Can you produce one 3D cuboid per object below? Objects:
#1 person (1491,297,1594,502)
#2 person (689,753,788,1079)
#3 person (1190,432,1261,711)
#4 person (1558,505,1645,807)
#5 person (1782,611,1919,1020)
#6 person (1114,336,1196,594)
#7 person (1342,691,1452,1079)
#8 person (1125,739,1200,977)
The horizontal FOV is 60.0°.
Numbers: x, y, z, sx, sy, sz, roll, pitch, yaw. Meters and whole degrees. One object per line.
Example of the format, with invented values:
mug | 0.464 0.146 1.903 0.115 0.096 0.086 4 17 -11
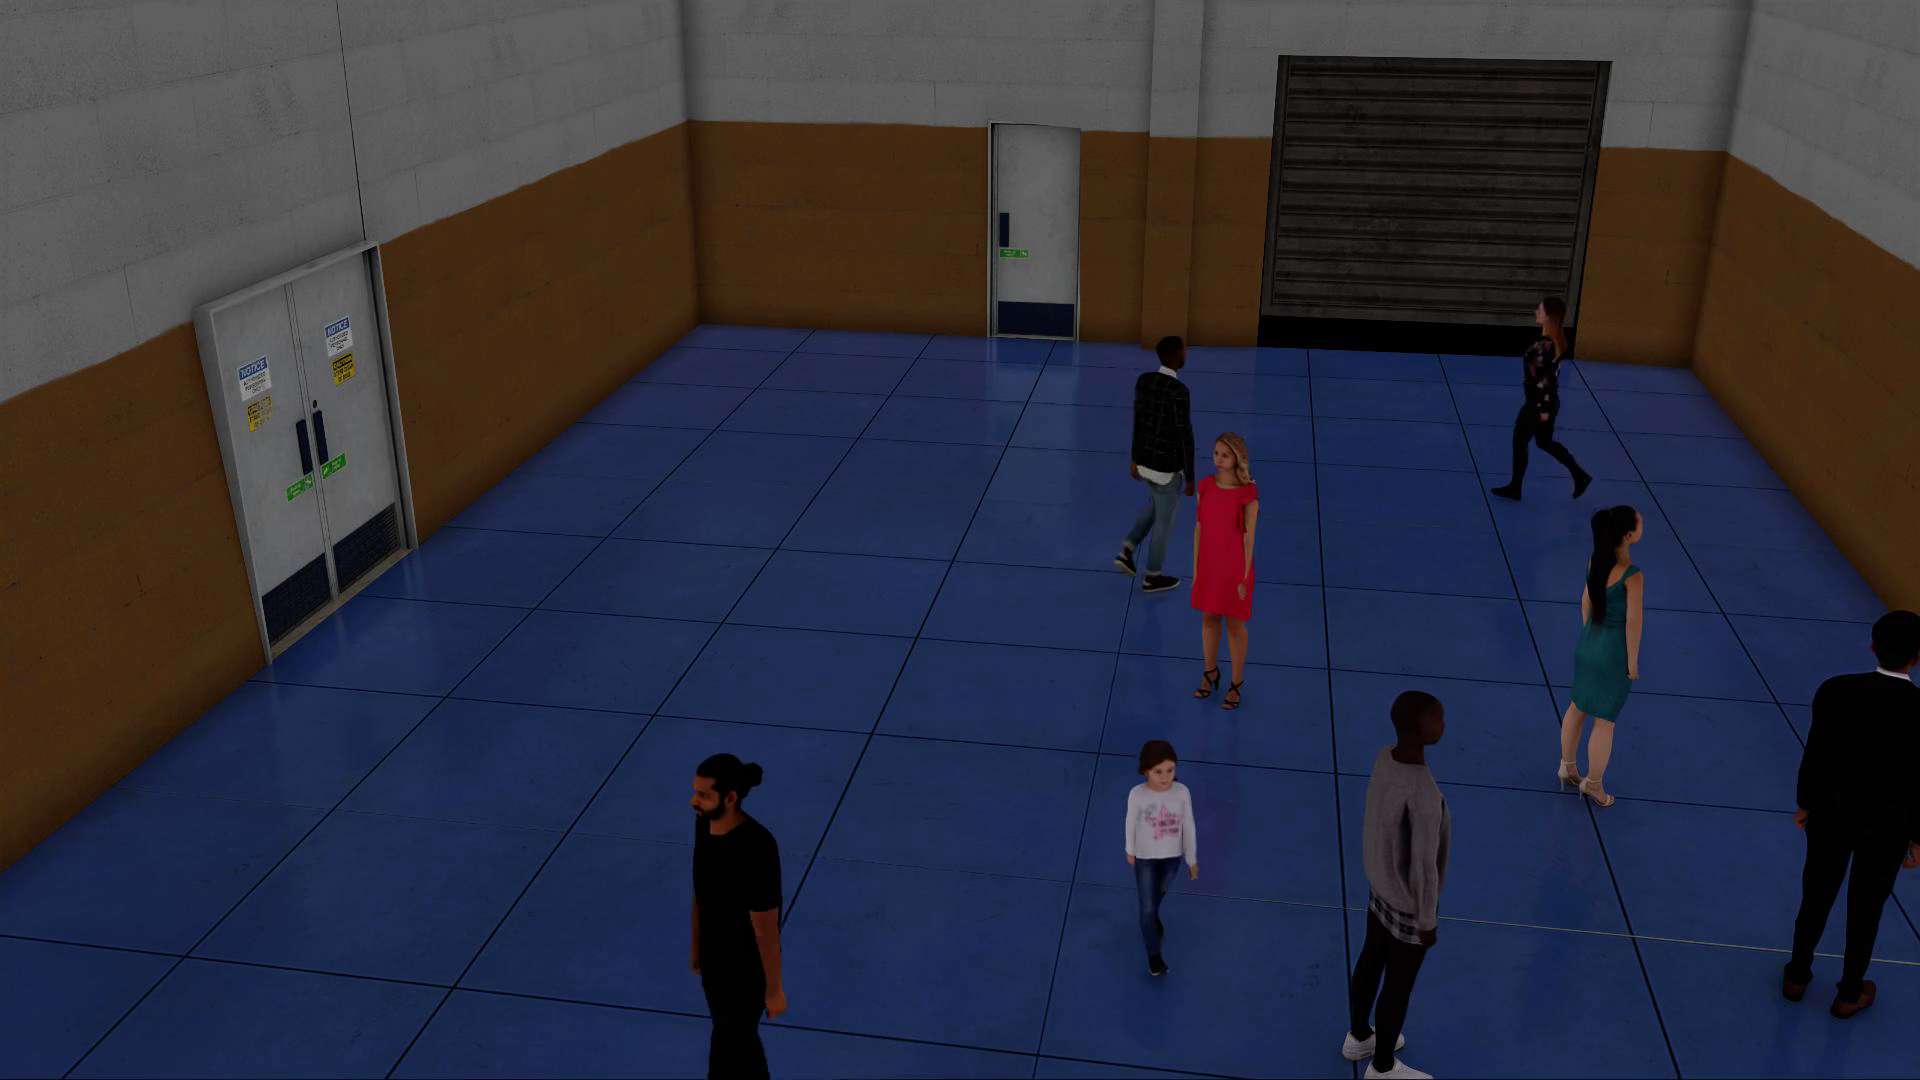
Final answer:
person | 4.616 -1.061 12.965 1.045 1.662 0.838 15 26 32
person | -0.766 1.577 6.286 0.813 1.747 0.754 -15 26 -32
person | 1.579 0.171 9.820 0.622 1.721 0.724 16 27 35
person | 3.402 0.606 8.783 0.632 1.687 0.618 -8 23 -19
person | 3.846 1.174 7.105 0.686 1.884 0.832 17 27 36
person | 1.291 -0.483 11.330 0.918 1.808 0.861 -12 25 -27
person | 1.759 1.401 6.690 0.659 1.772 0.688 -4 22 -10
person | 0.899 1.392 7.633 0.772 1.085 0.672 -4 22 -9
